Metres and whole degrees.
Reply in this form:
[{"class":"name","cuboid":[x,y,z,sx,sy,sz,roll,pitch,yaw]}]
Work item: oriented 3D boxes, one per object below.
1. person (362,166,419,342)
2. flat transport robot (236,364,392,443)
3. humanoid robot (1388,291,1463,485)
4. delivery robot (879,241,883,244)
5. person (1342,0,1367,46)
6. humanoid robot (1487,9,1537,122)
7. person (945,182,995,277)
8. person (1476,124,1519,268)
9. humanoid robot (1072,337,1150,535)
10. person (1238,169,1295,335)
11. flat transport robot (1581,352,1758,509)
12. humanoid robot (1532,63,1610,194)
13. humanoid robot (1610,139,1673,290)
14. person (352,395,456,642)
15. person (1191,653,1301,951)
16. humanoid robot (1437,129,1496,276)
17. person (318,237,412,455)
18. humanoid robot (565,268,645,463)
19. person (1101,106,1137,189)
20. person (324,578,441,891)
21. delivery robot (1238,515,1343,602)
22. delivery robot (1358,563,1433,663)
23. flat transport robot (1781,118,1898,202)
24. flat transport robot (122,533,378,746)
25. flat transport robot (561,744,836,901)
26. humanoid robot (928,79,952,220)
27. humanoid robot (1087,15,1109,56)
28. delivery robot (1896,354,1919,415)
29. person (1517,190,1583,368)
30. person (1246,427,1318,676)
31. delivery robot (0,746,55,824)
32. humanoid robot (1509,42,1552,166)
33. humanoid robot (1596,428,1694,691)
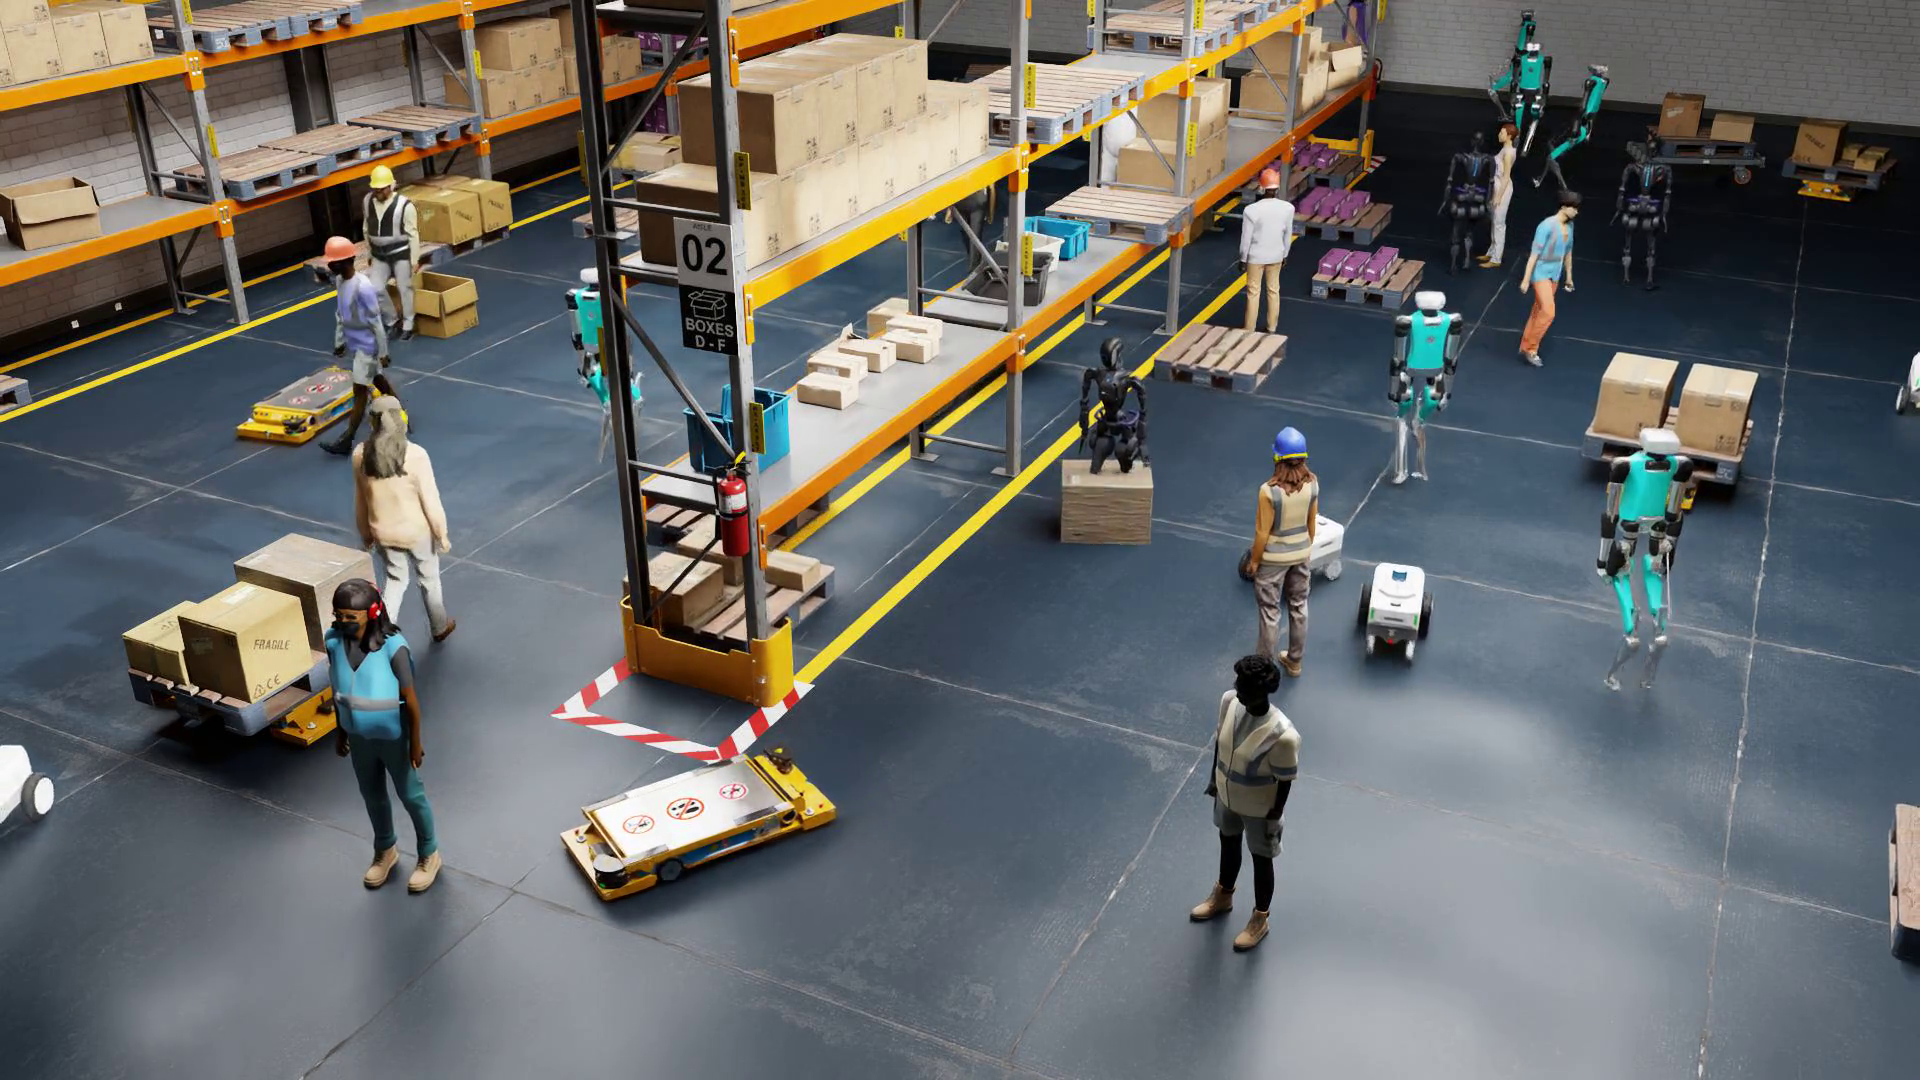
[{"class":"person","cuboid":[-5.761,-2.894,16.870,0.625,1.819,0.465,5,27,10]},{"class":"flat transport robot","cuboid":[-5.935,-1.265,15.333,0.659,0.231,1.431,7,27,15]},{"class":"humanoid robot","cuboid":[3.730,-1.237,13.677,0.559,1.820,0.780,0,26,1]},{"class":"delivery robot","cuboid":[-1.040,-4.006,20.532,0.499,0.581,0.767,17,31,30]},{"class":"person","cuboid":[6.569,-8.363,27.811,0.511,1.915,0.567,10,28,20]},{"class":"humanoid robot","cuboid":[8.550,-7.421,25.992,0.704,1.691,0.530,3,27,7]},{"class":"person","cuboid":[0.139,-3.697,18.521,0.510,1.806,0.938,8,27,15]},{"class":"person","cuboid":[6.247,-3.997,19.281,0.285,1.661,0.440,5,27,10]},{"class":"humanoid robot","cuboid":[1.179,-0.789,12.816,0.616,1.630,0.702,14,30,26]},{"class":"person","cuboid":[3.106,-2.918,16.998,0.571,1.749,0.340,-7,27,-14]},{"class":"flat transport robot","cuboid":[5.961,-0.658,14.107,0.659,0.231,1.431,14,29,26]},{"class":"humanoid robot","cuboid":[8.112,-5.481,22.294,0.864,1.855,0.574,23,34,38]},{"class":"humanoid robot","cuboid":[7.624,-3.628,18.533,0.671,1.639,0.394,9,28,17]},{"class":"person","cuboid":[-3.753,-0.044,11.107,0.607,1.855,0.767,3,27,6]},{"class":"person","cuboid":[1.469,1.319,8.505,0.321,1.693,0.529,-18,31,-32]},{"class":"humanoid robot","cuboid":[5.770,-3.842,18.959,0.608,1.647,0.325,-1,26,-1]},{"class":"person","cuboid":[-5.254,-1.676,14.336,0.909,1.893,0.562,-20,33,-35]},{"class":"humanoid robot","cuboid":[-2.925,-1.473,14.132,0.534,1.836,0.689,8,27,16]},{"class":"person","cuboid":[1.948,-4.691,20.419,0.689,1.894,0.479,-1,26,-2]},{"class":"person","cuboid":[-3.101,1.035,8.902,0.509,1.860,0.390,7,27,14]},{"class":"delivery robot","cuboid":[2.486,0.079,12.281,0.766,0.580,0.499,-18,32,-33]},{"class":"delivery robot","cuboid":[3.025,0.452,11.544,0.499,0.595,0.770,8,27,15]},{"class":"flat transport robot","cuboid":[11.924,-4.859,22.593,0.659,0.231,1.431,19,32,34]},{"class":"flat transport robot","cuboid":[-4.555,0.952,10.855,1.431,0.231,0.659,12,29,23]},{"class":"flat transport robot","cuboid":[-1.496,1.600,9.545,1.431,0.231,0.659,-16,30,-29]},{"class":"humanoid robot","cuboid":[-0.323,-4.818,20.871,0.542,1.817,0.677,10,28,20]},{"class":"humanoid robot","cuboid":[2.305,-8.153,27.657,0.324,1.642,0.602,16,31,30]},{"class":"delivery robot","cuboid":[8.981,-1.434,15.375,0.499,0.614,0.817,12,29,23]},{"class":"person","cuboid":[5.782,-2.547,16.249,0.540,1.747,0.523,-18,32,-32]},{"class":"person","cuboid":[2.103,0.105,10.864,0.479,1.776,0.319,-10,28,-19]},{"class":"delivery robot","cuboid":[-5.586,1.485,9.469,0.499,0.606,0.796,0,26,0]},{"class":"humanoid robot","cuboid":[8.093,-6.214,23.676,0.547,1.746,0.974,11,28,21]},{"class":"humanoid robot","cuboid":[4.421,0.220,10.700,0.541,1.812,0.669,-2,26,-4]}]
